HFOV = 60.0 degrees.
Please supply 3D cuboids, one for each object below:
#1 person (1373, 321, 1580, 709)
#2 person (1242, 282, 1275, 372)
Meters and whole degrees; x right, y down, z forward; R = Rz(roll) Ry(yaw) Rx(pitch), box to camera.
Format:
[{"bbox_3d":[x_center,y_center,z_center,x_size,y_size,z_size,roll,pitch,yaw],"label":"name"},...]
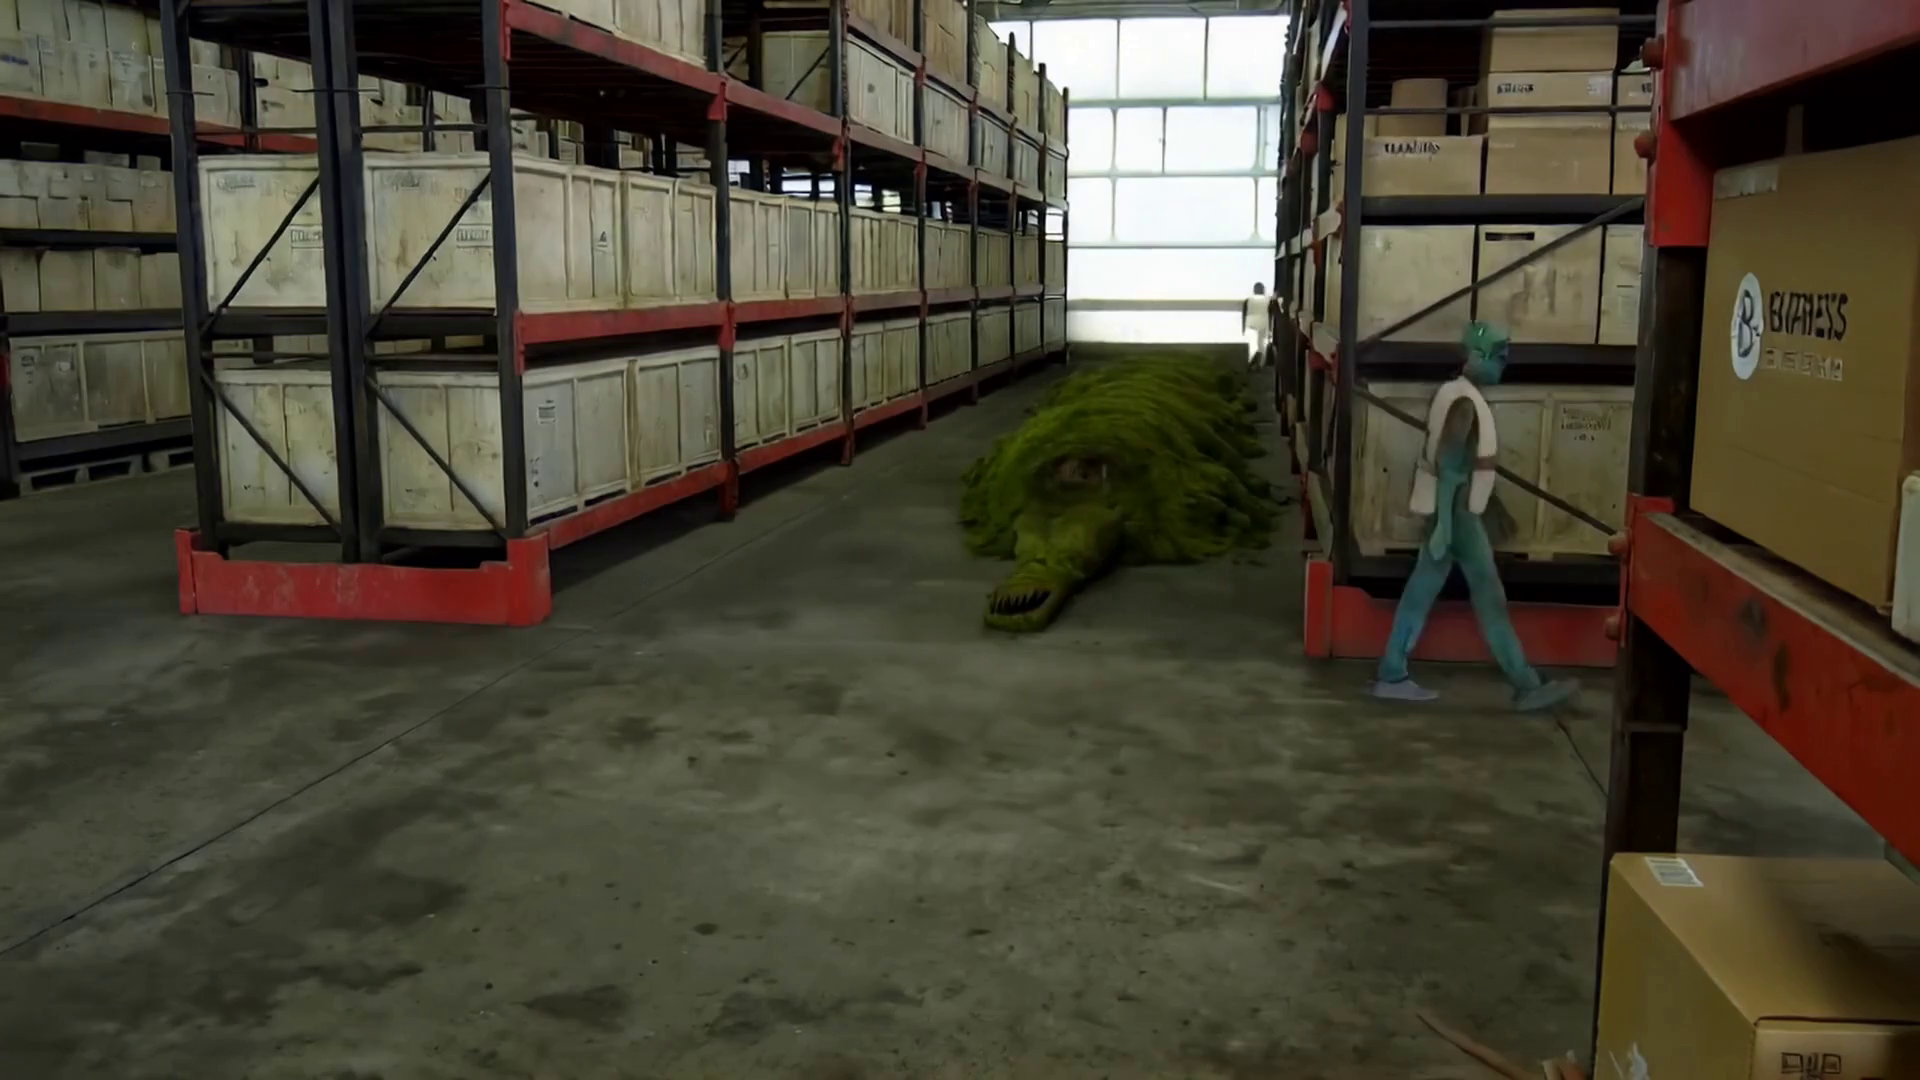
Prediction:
[{"bbox_3d":[2.408,-0.111,7.739,0.942,1.790,0.558,2,9,11],"label":"person"},{"bbox_3d":[6.029,-4.301,33.670,0.686,1.816,0.562,3,10,18],"label":"person"}]
